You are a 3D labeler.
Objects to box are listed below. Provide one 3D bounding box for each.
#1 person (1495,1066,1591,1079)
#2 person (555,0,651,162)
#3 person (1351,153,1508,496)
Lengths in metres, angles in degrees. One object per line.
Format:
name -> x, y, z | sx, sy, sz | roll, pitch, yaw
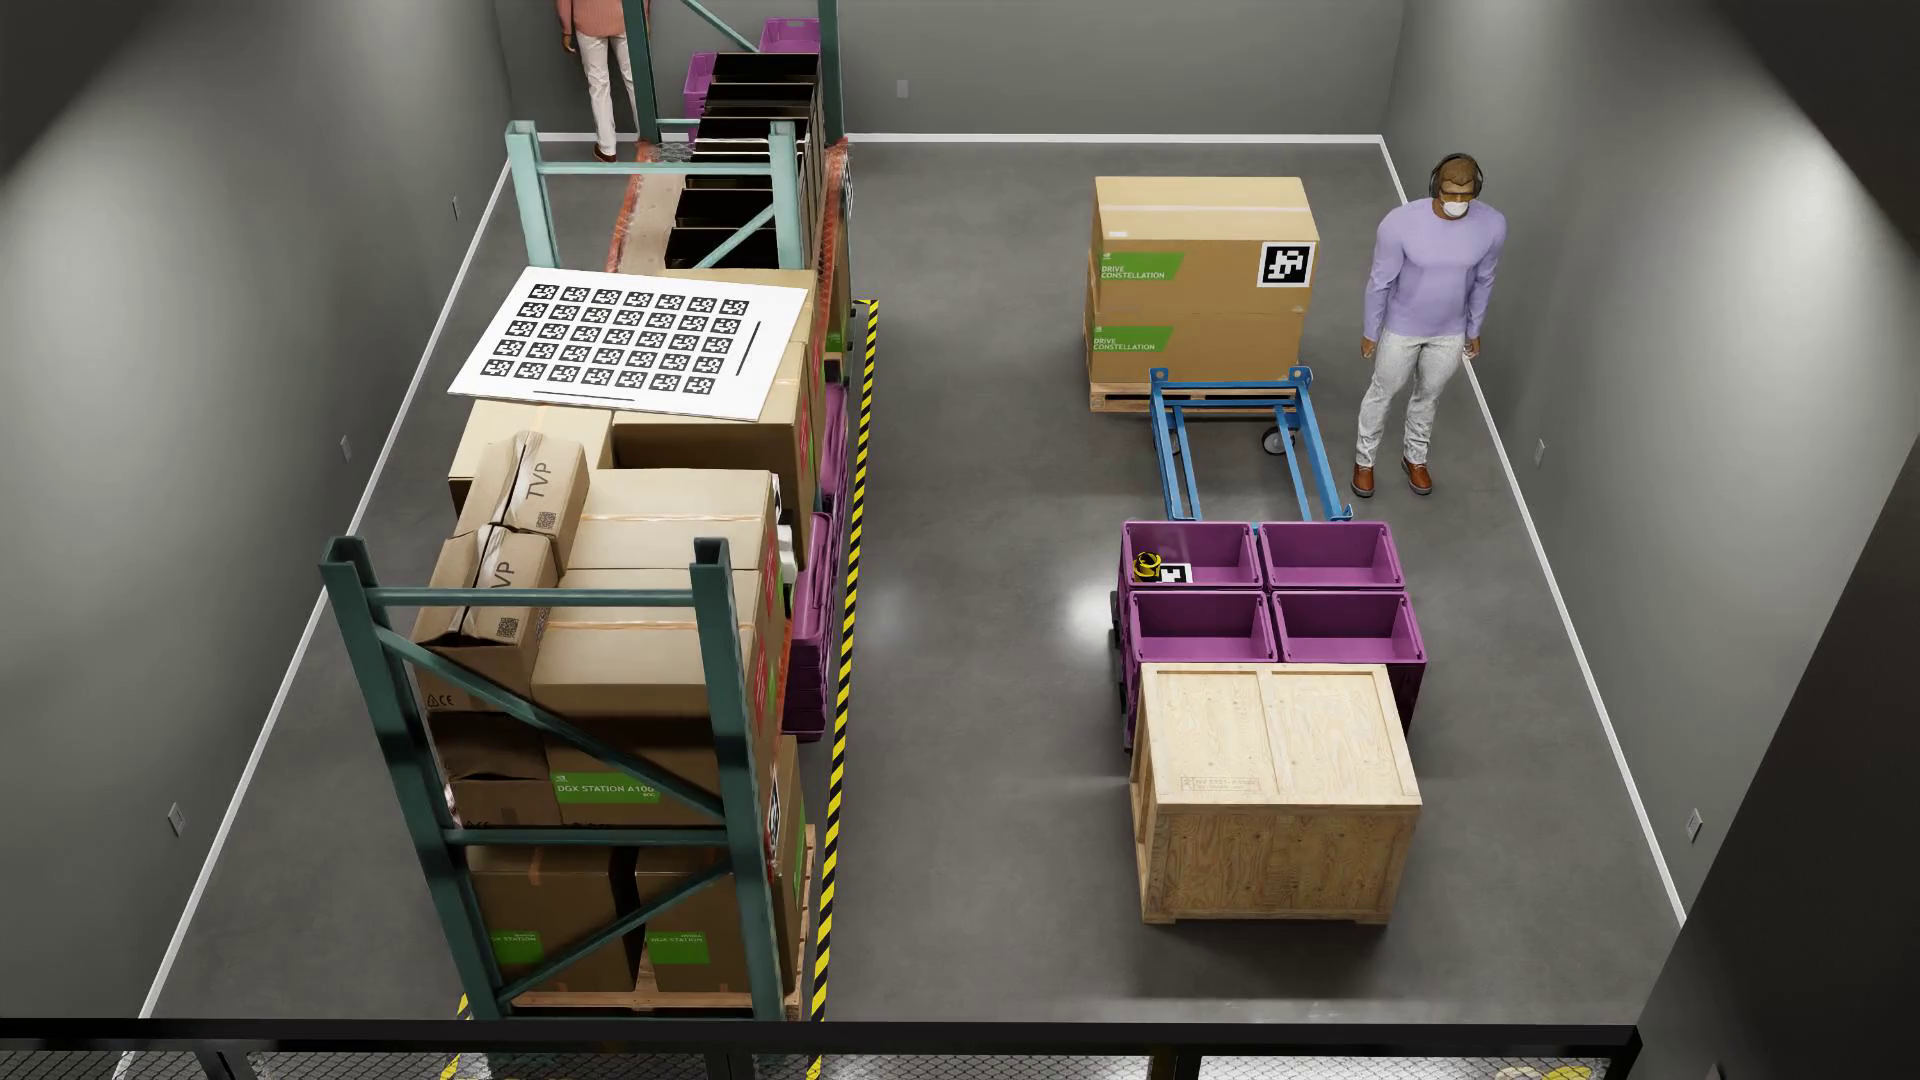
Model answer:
person -> 1.604, 2.073, 4.829 | 0.404, 1.832, 0.597 | 5, 41, 6
person -> -2.352, -3.440, 10.994 | 0.623, 1.992, 0.396 | -16, 44, -18
person -> 2.317, -1.058, 8.320 | 0.635, 1.938, 0.361 | -2, 41, -2
